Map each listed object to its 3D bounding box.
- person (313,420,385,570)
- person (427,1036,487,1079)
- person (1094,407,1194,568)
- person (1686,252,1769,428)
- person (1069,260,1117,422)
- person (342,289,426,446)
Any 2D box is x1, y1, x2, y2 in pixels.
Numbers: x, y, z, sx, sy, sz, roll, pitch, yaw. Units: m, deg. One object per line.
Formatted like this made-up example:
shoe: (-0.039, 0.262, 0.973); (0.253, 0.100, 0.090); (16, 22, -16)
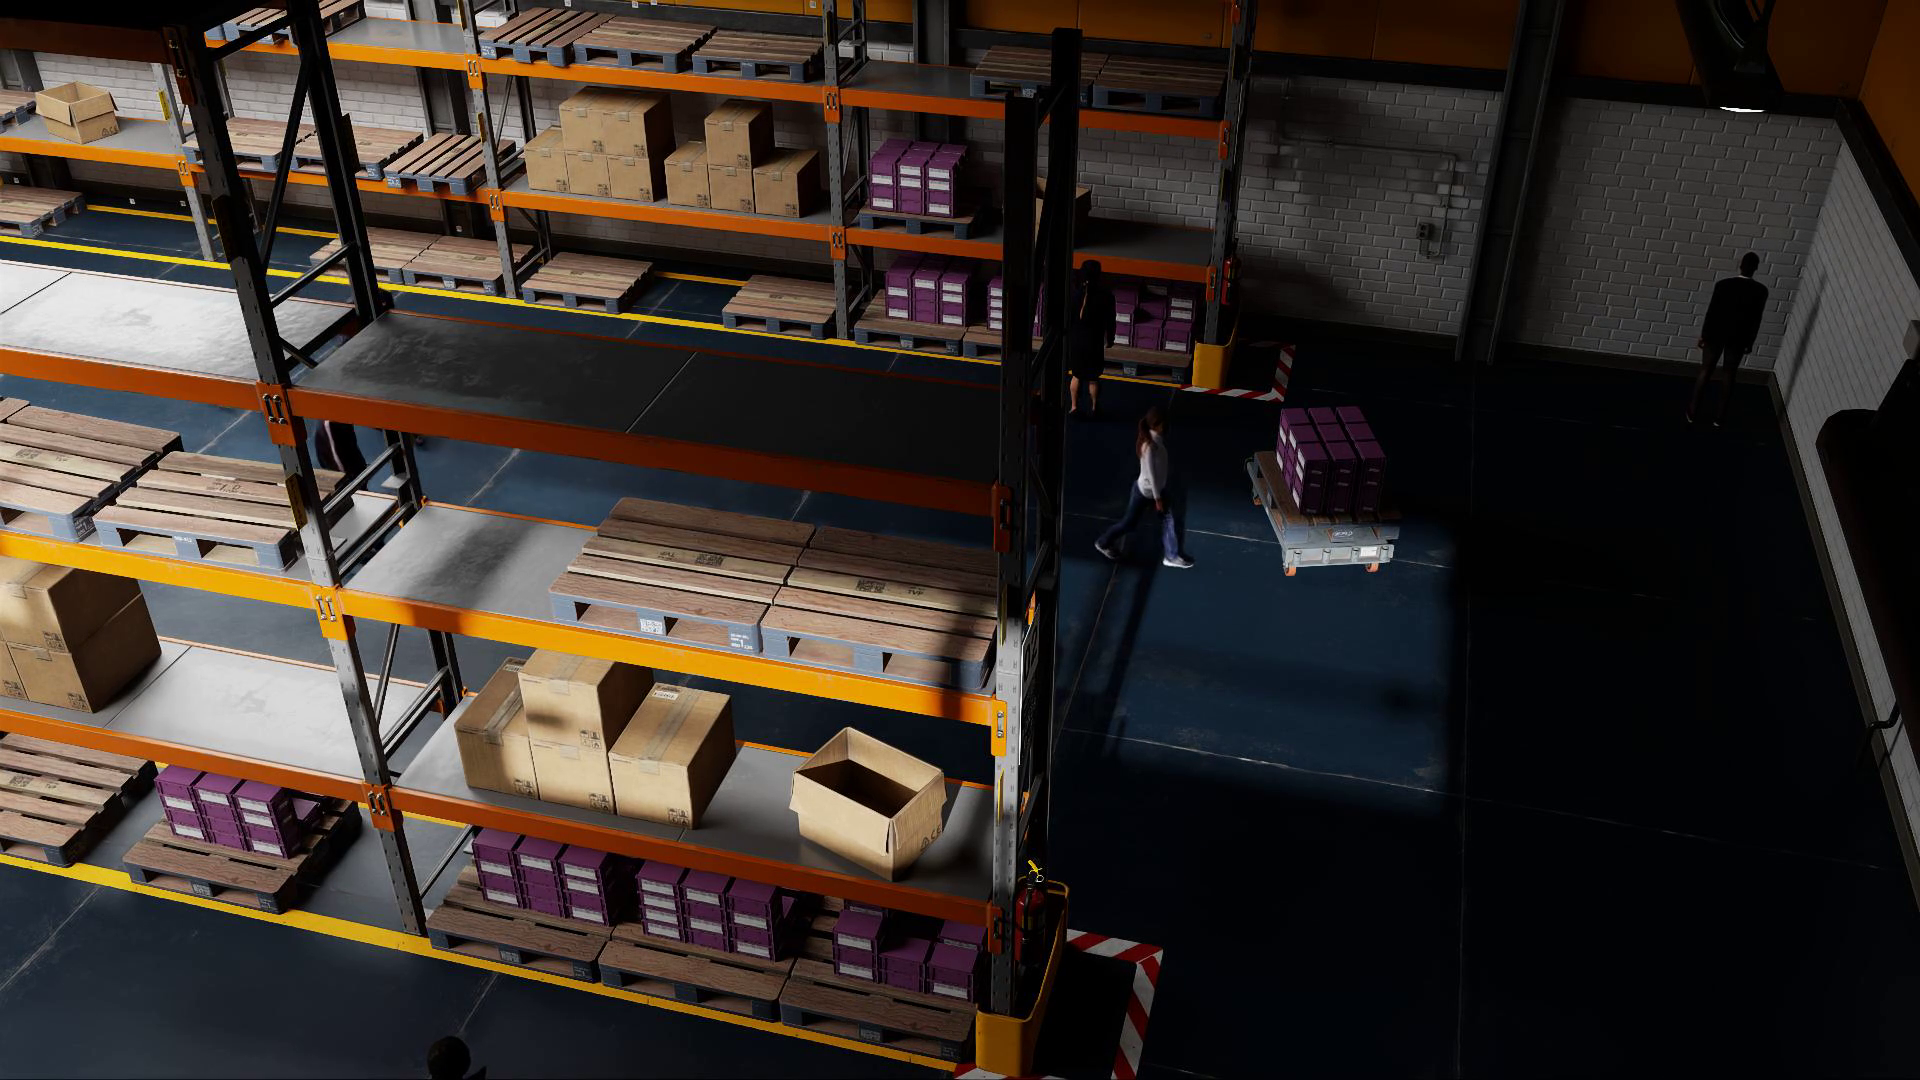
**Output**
person: (-5.128, -0.551, 14.106); (0.994, 1.819, 0.883); (-3, 34, -5)
person: (-2.545, 3.200, 8.607); (0.592, 1.660, 0.662); (25, 41, 32)
person: (1.533, -0.428, 14.188); (1.113, 1.523, 0.620); (14, 36, 19)
person: (7.500, -1.959, 16.243); (0.495, 1.800, 0.718); (10, 35, 15)
person: (1.242, -1.943, 16.334); (0.618, 1.671, 0.800); (3, 34, 5)
person: (-5.669, -1.828, 16.022); (1.146, 1.825, 1.307); (-27, 42, -35)
